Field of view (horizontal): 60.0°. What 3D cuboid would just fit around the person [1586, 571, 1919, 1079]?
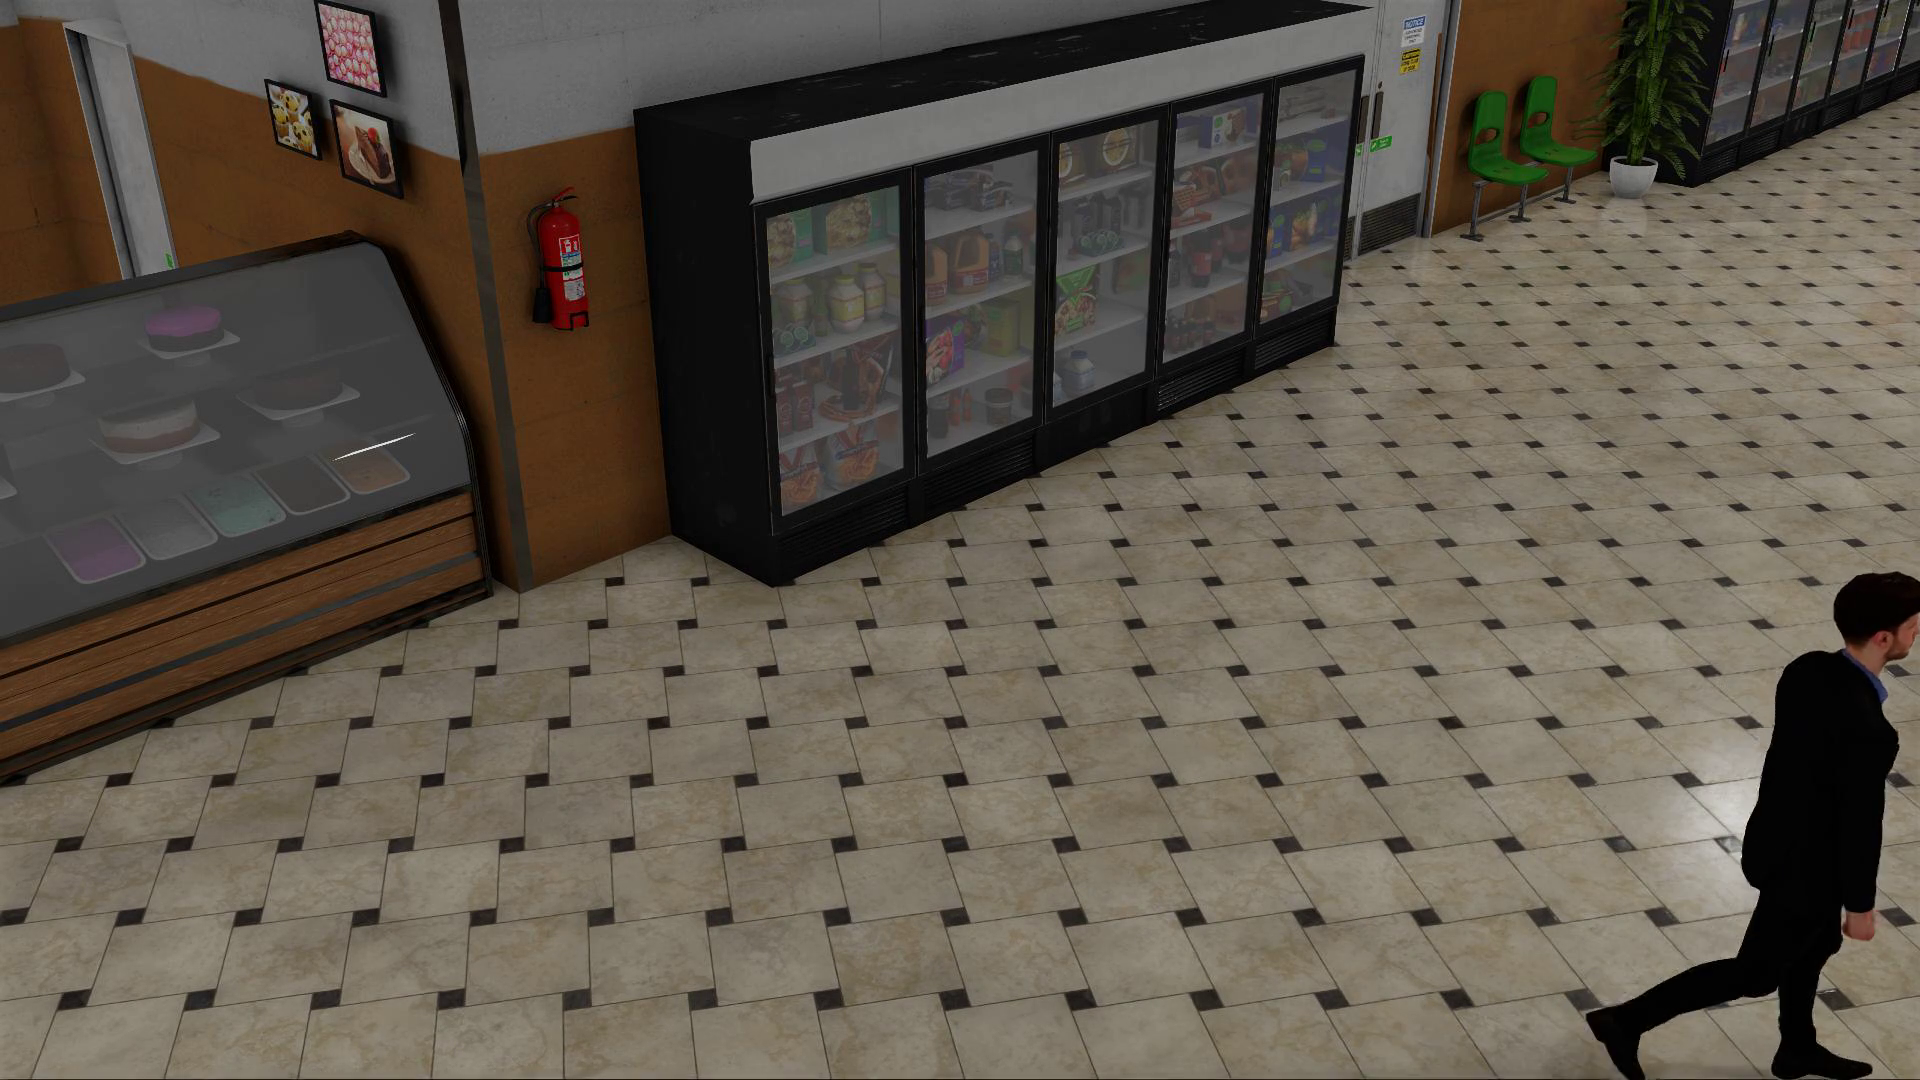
[{"bbox_3d":[2.483,0.966,5.068,1.286,1.860,1.113,5,27,10],"label":"person"}]
